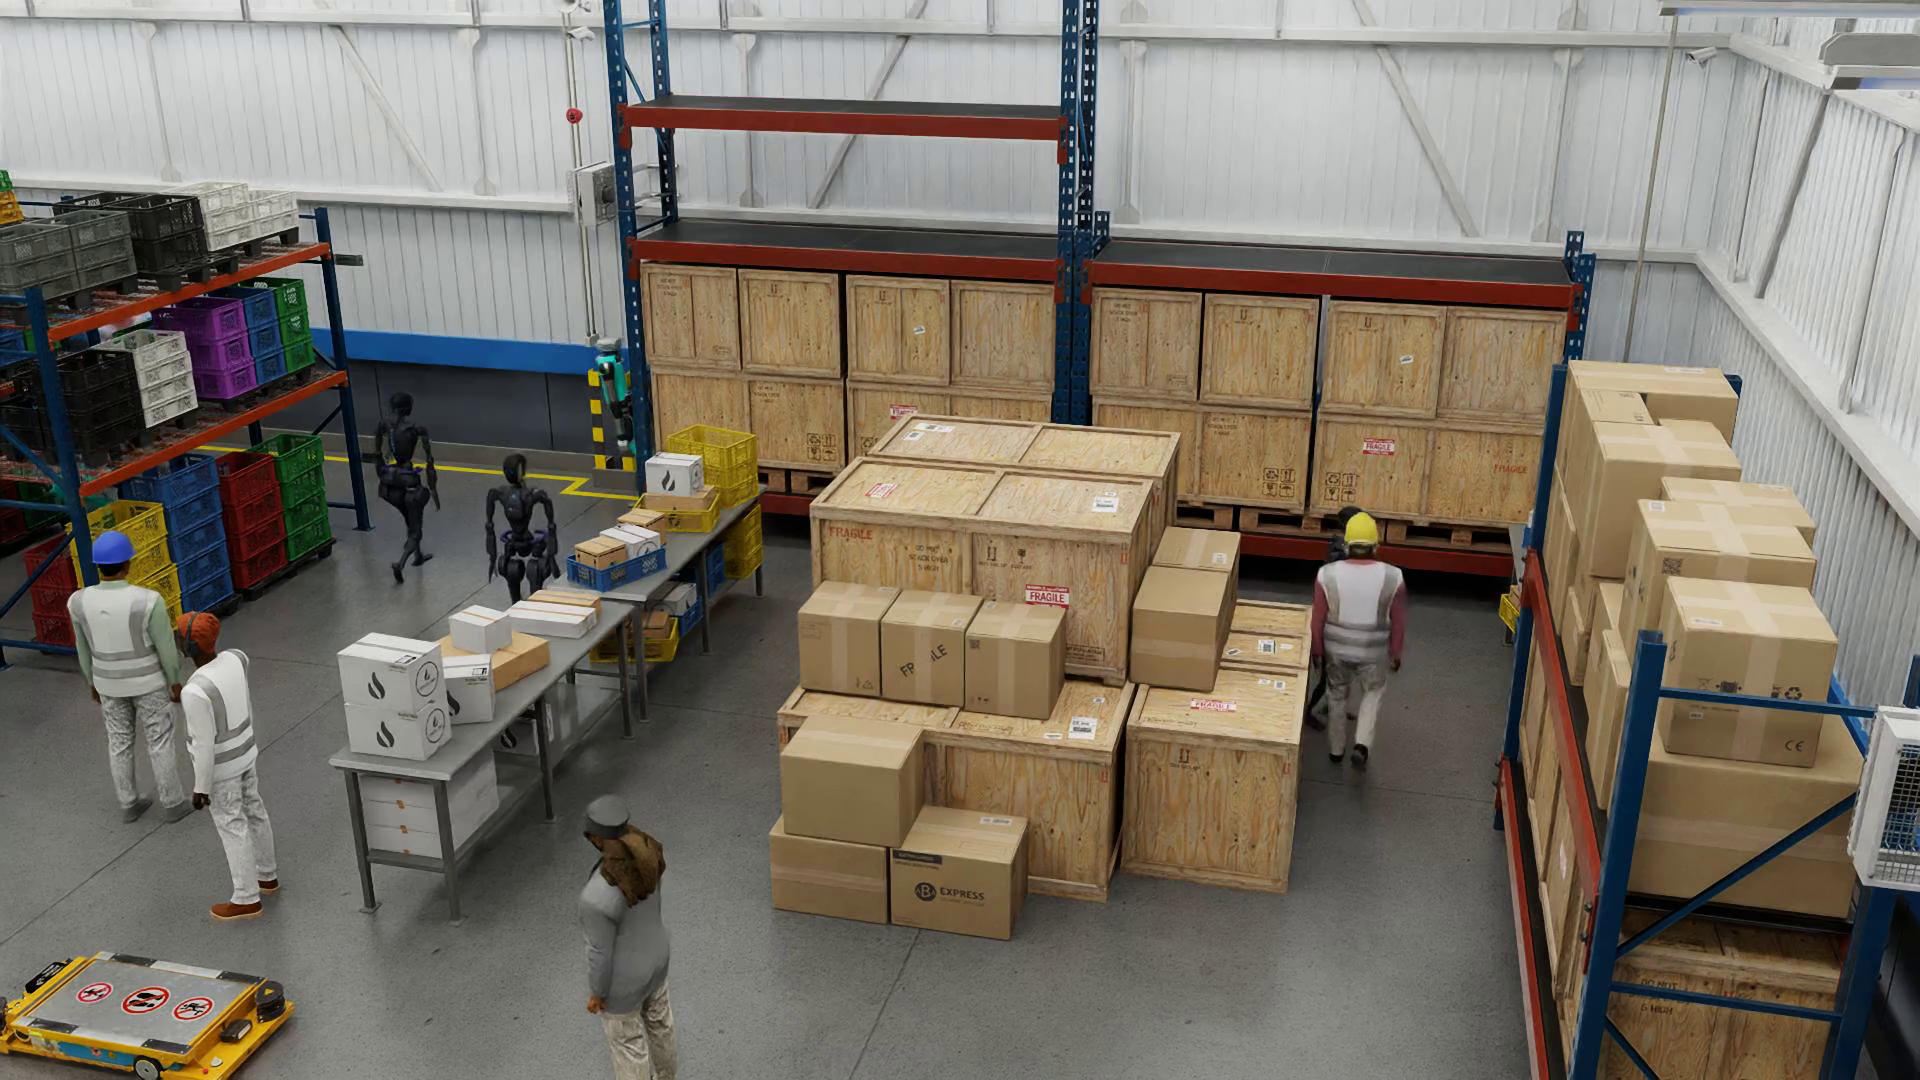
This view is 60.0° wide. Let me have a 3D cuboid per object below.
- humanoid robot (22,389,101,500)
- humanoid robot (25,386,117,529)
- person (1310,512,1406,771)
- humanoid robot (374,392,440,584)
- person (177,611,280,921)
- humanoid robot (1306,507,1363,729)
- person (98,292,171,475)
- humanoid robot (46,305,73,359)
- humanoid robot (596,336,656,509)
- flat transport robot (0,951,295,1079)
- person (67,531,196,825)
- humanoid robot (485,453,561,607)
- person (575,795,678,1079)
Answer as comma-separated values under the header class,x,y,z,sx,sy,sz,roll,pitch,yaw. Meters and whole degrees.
class,x,y,z,sx,sy,sz,roll,pitch,yaw
humanoid robot,-8.003,-0.811,15.086,0.532,1.724,0.969,-4,21,-9
humanoid robot,-7.586,-0.536,14.458,0.536,1.807,0.836,14,25,32
person,2.617,0.708,11.006,0.619,1.825,0.497,6,22,16
humanoid robot,-4.834,-0.471,14.362,0.615,1.624,0.739,6,22,14
person,-4.183,1.275,9.450,0.355,1.882,0.573,2,21,4
humanoid robot,2.654,0.530,11.685,0.379,1.640,0.599,17,27,37
person,-8.307,-1.592,16.768,0.870,2.010,0.636,16,26,36
humanoid robot,-9.577,-1.763,17.692,0.600,1.655,0.330,12,24,29
humanoid robot,-2.988,-1.046,15.758,0.792,1.792,0.530,-2,21,-5
flat transport robot,-4.270,2.464,8.601,1.431,0.231,0.659,5,22,13
person,-5.185,0.872,10.429,0.610,1.940,0.410,0,21,0
humanoid robot,-3.344,0.101,12.846,0.586,1.635,0.692,1,21,3
person,-1.544,1.987,7.754,0.404,1.762,0.562,8,22,20
